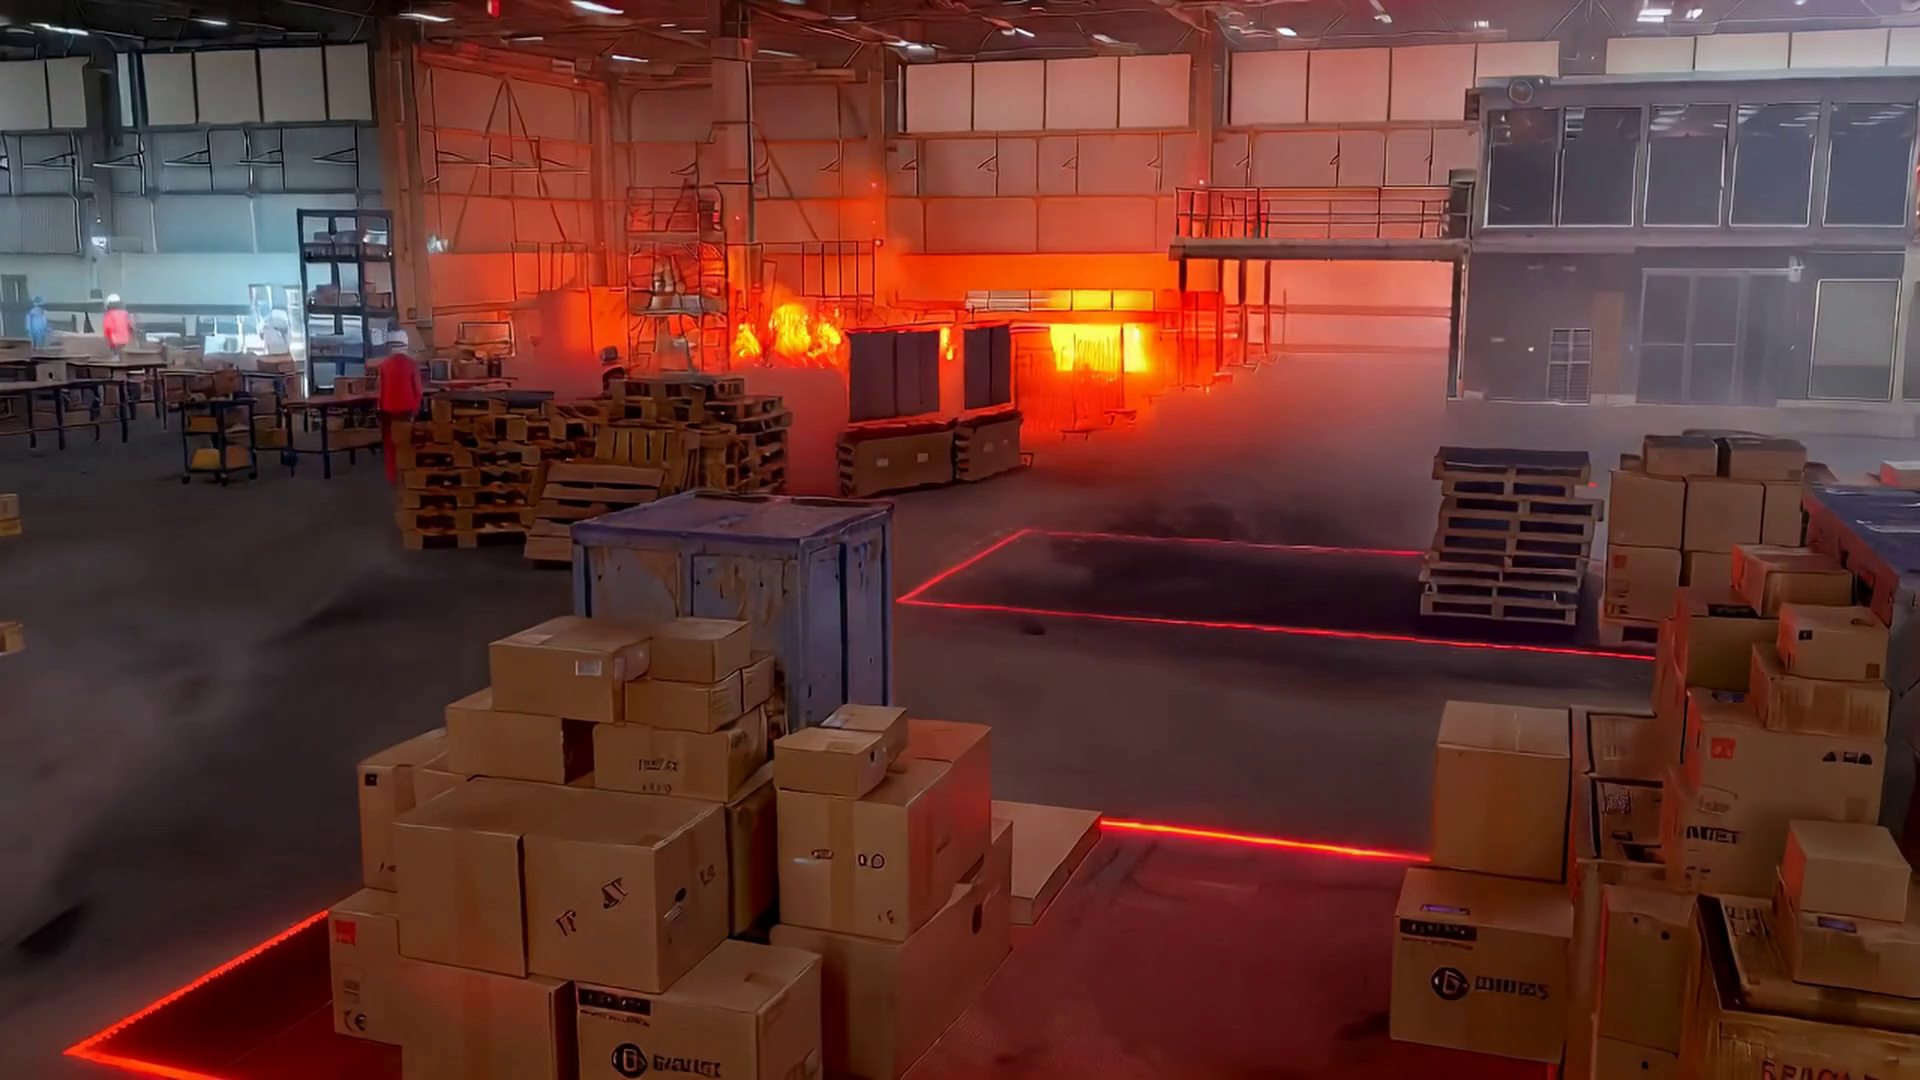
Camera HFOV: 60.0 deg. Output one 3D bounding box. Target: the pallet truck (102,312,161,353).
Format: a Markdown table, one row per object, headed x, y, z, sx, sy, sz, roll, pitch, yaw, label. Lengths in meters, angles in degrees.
| x | y | z | sx | sy | sz | roll | pitch | yaw | label |
| --- | --- | --- | --- | --- | --- | --- | --- | --- | --- |
| -23.057 | -5.777 | 46.261 | 0.680 | 1.201 | 1.601 | 3 | 11 | 19 | pallet truck |

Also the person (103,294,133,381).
| x | y | z | sx | sy | sz | roll | pitch | yaw | label |
| --- | --- | --- | --- | --- | --- | --- | --- | --- | --- |
| -17.634 | -4.156 | 34.931 | 0.893 | 2.015 | 0.617 | 6 | 11 | 29 | person |

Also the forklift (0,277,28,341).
| x | y | z | sx | sy | sz | roll | pitch | yaw | label |
| --- | --- | --- | --- | --- | --- | --- | --- | --- | --- |
| -27.151 | -6.329 | 46.328 | 1.157 | 1.987 | 2.680 | 3 | 11 | 17 | forklift |

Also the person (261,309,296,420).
| x | y | z | sx | sy | sz | roll | pitch | yaw | label |
| --- | --- | --- | --- | --- | --- | --- | --- | --- | --- |
| -11.868 | -3.061 | 28.997 | 0.374 | 1.928 | 0.542 | 4 | 11 | 20 | person |

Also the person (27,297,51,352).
| x | y | z | sx | sy | sz | roll | pitch | yaw | label |
| --- | --- | --- | --- | --- | --- | --- | --- | --- | --- |
| -22.669 | -5.105 | 40.971 | 0.329 | 1.765 | 0.533 | 6 | 12 | 29 | person |

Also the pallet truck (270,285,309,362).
| x | y | z | sx | sy | sz | roll | pitch | yaw | label |
| --- | --- | --- | --- | --- | --- | --- | --- | --- | --- |
| -17.147 | -5.700 | 43.663 | 0.823 | 1.965 | 1.885 | 3 | 11 | 17 | pallet truck |

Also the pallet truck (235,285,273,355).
| x | y | z | sx | sy | sz | roll | pitch | yaw | label |
| --- | --- | --- | --- | --- | --- | --- | --- | --- | --- |
| -18.327 | -5.835 | 44.421 | 0.823 | 1.965 | 1.885 | 4 | 11 | 23 | pallet truck |

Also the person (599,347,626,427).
| x | y | z | sx | sy | sz | roll | pitch | yaw | label |
| --- | --- | --- | --- | --- | --- | --- | --- | --- | --- |
| -4.467 | -1.613 | 21.389 | 0.314 | 1.735 | 0.483 | 3 | 11 | 17 | person |

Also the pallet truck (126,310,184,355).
| x | y | z | sx | sy | sz | roll | pitch | yaw | label |
| --- | --- | --- | --- | --- | --- | --- | --- | --- | --- |
| -22.038 | -5.665 | 45.457 | 0.704 | 1.261 | 1.522 | 3 | 11 | 17 | pallet truck |

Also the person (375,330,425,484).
| x | y | z | sx | sy | sz | roll | pitch | yaw | label |
| --- | --- | --- | --- | --- | --- | --- | --- | --- | --- |
| -7.161 | -1.700 | 21.251 | 0.628 | 1.965 | 0.891 | -1 | 10 | -4 | person |

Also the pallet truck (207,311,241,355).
| x | y | z | sx | sy | sz | roll | pitch | yaw | label |
| --- | --- | --- | --- | --- | --- | --- | --- | --- | --- |
| -19.537 | -5.575 | 44.913 | 0.653 | 1.274 | 1.630 | 3 | 11 | 19 | pallet truck |
